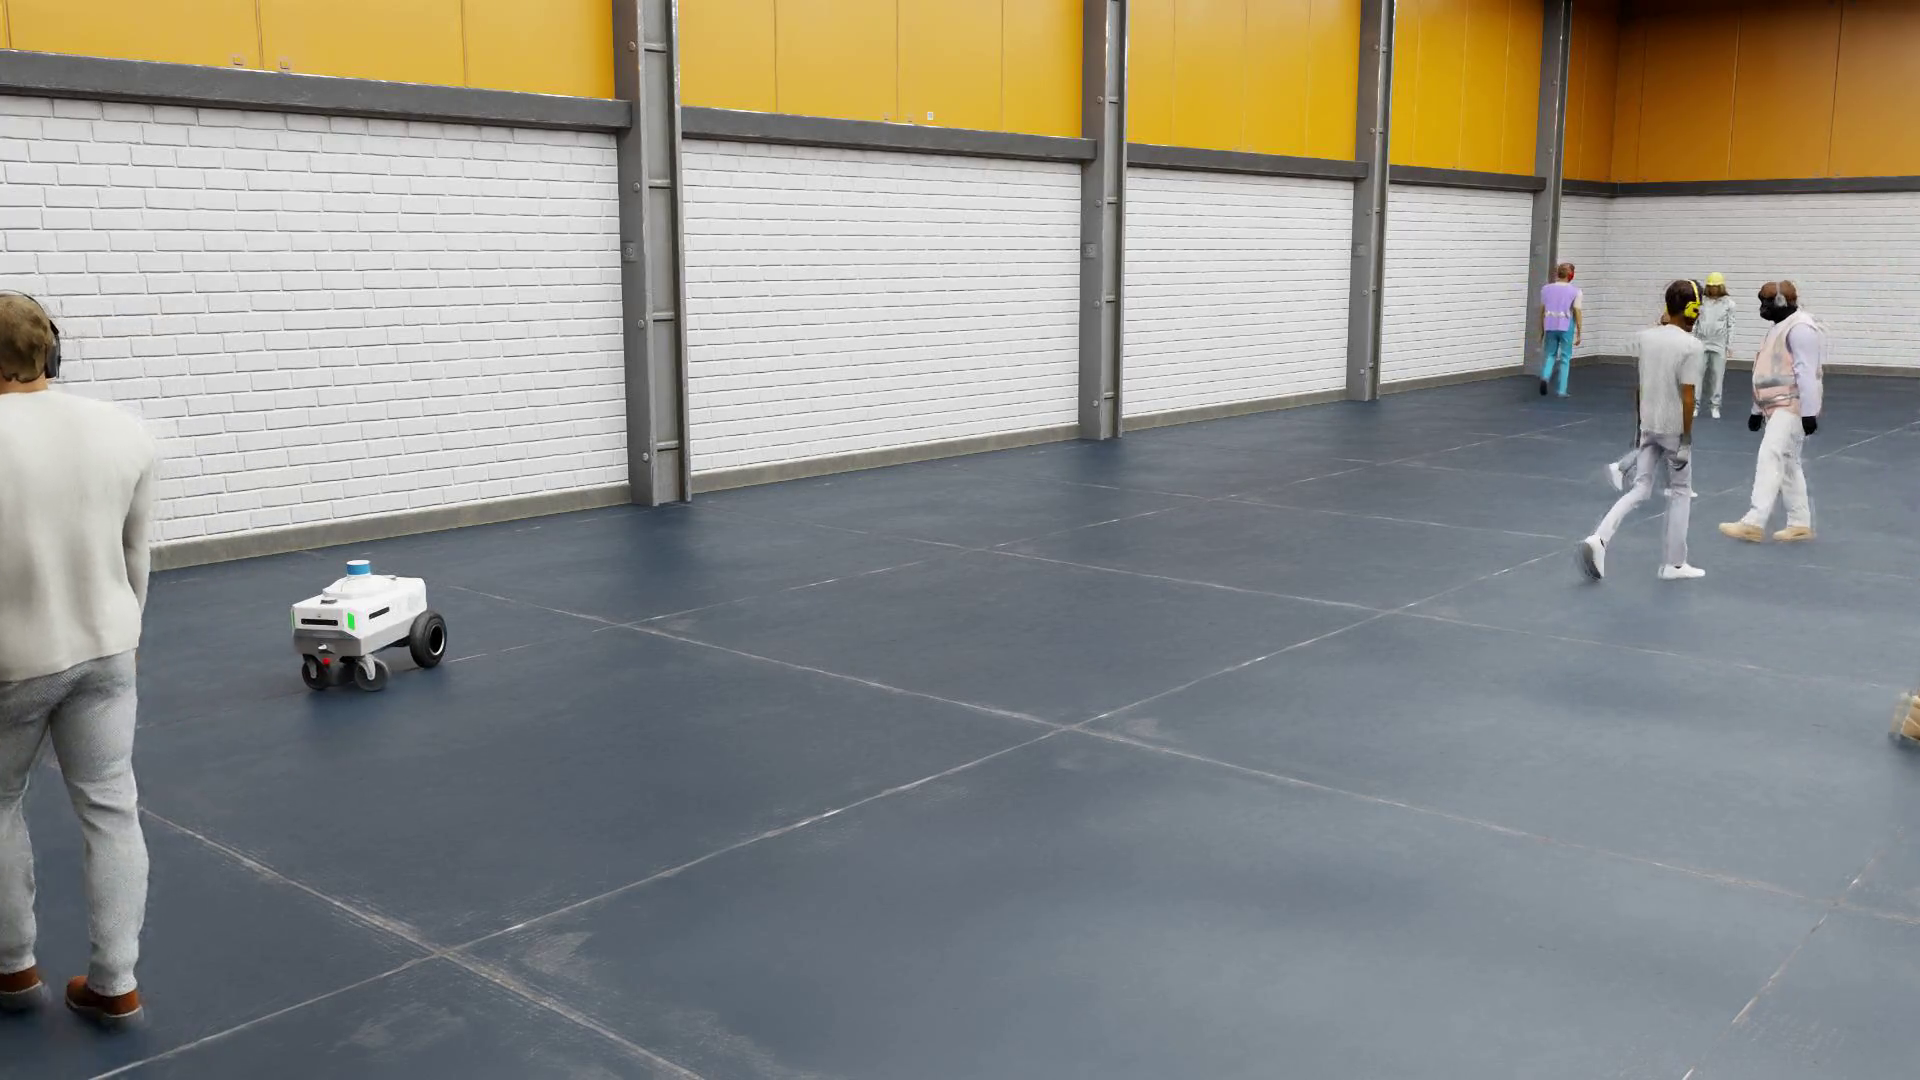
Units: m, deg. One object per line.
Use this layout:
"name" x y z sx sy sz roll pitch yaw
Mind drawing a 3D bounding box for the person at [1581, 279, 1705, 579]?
"person" 4.193 -0.645 10.038 0.806 1.843 0.546 -5 11 -25

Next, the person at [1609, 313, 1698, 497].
"person" 5.658 -1.133 13.465 0.655 1.611 0.503 2 10 12

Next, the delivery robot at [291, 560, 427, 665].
"delivery robot" -2.814 0.339 7.813 0.477 0.478 0.707 2 10 11

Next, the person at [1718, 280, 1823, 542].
"person" 5.627 -0.882 11.524 0.762 1.806 0.695 1 10 8

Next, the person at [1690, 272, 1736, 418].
"person" 8.962 -2.323 19.855 0.491 1.742 0.318 5 11 26

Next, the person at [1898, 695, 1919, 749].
"person" 4.095 -0.057 6.254 0.612 1.985 1.048 -7 12 -36

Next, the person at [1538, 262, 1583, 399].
"person" 8.050 -2.800 22.321 0.598 1.830 0.454 9 14 43

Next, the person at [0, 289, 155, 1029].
"person" -2.428 0.311 4.364 0.743 1.910 0.635 8 13 39
